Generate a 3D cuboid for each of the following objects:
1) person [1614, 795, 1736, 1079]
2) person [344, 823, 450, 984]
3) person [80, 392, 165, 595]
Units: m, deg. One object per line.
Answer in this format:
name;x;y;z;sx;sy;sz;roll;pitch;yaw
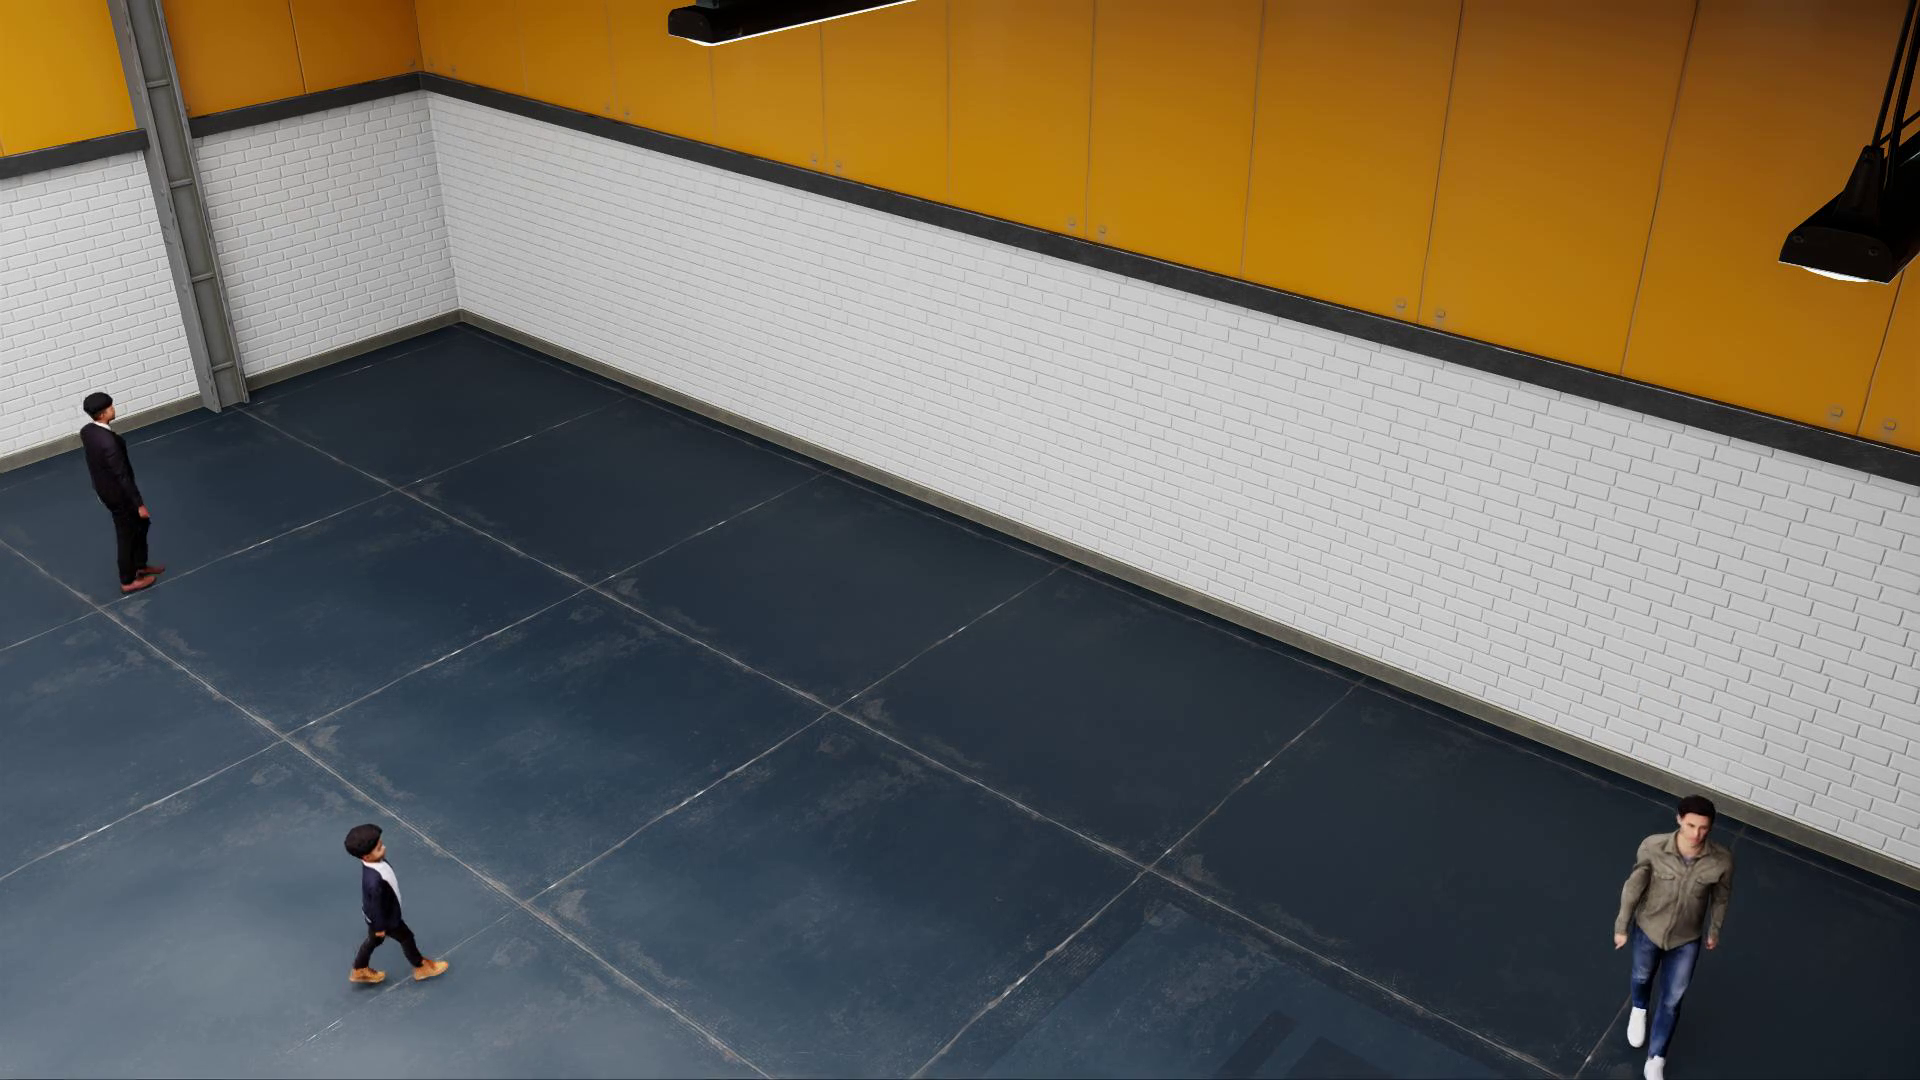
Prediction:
person;4.109;2.204;9.646;0.914;1.836;1.101;11;31;19
person;-3.602;2.260;10.204;0.899;1.202;0.748;-10;30;-17
person;-7.355;-0.375;14.338;0.677;1.869;0.757;-25;37;-38
